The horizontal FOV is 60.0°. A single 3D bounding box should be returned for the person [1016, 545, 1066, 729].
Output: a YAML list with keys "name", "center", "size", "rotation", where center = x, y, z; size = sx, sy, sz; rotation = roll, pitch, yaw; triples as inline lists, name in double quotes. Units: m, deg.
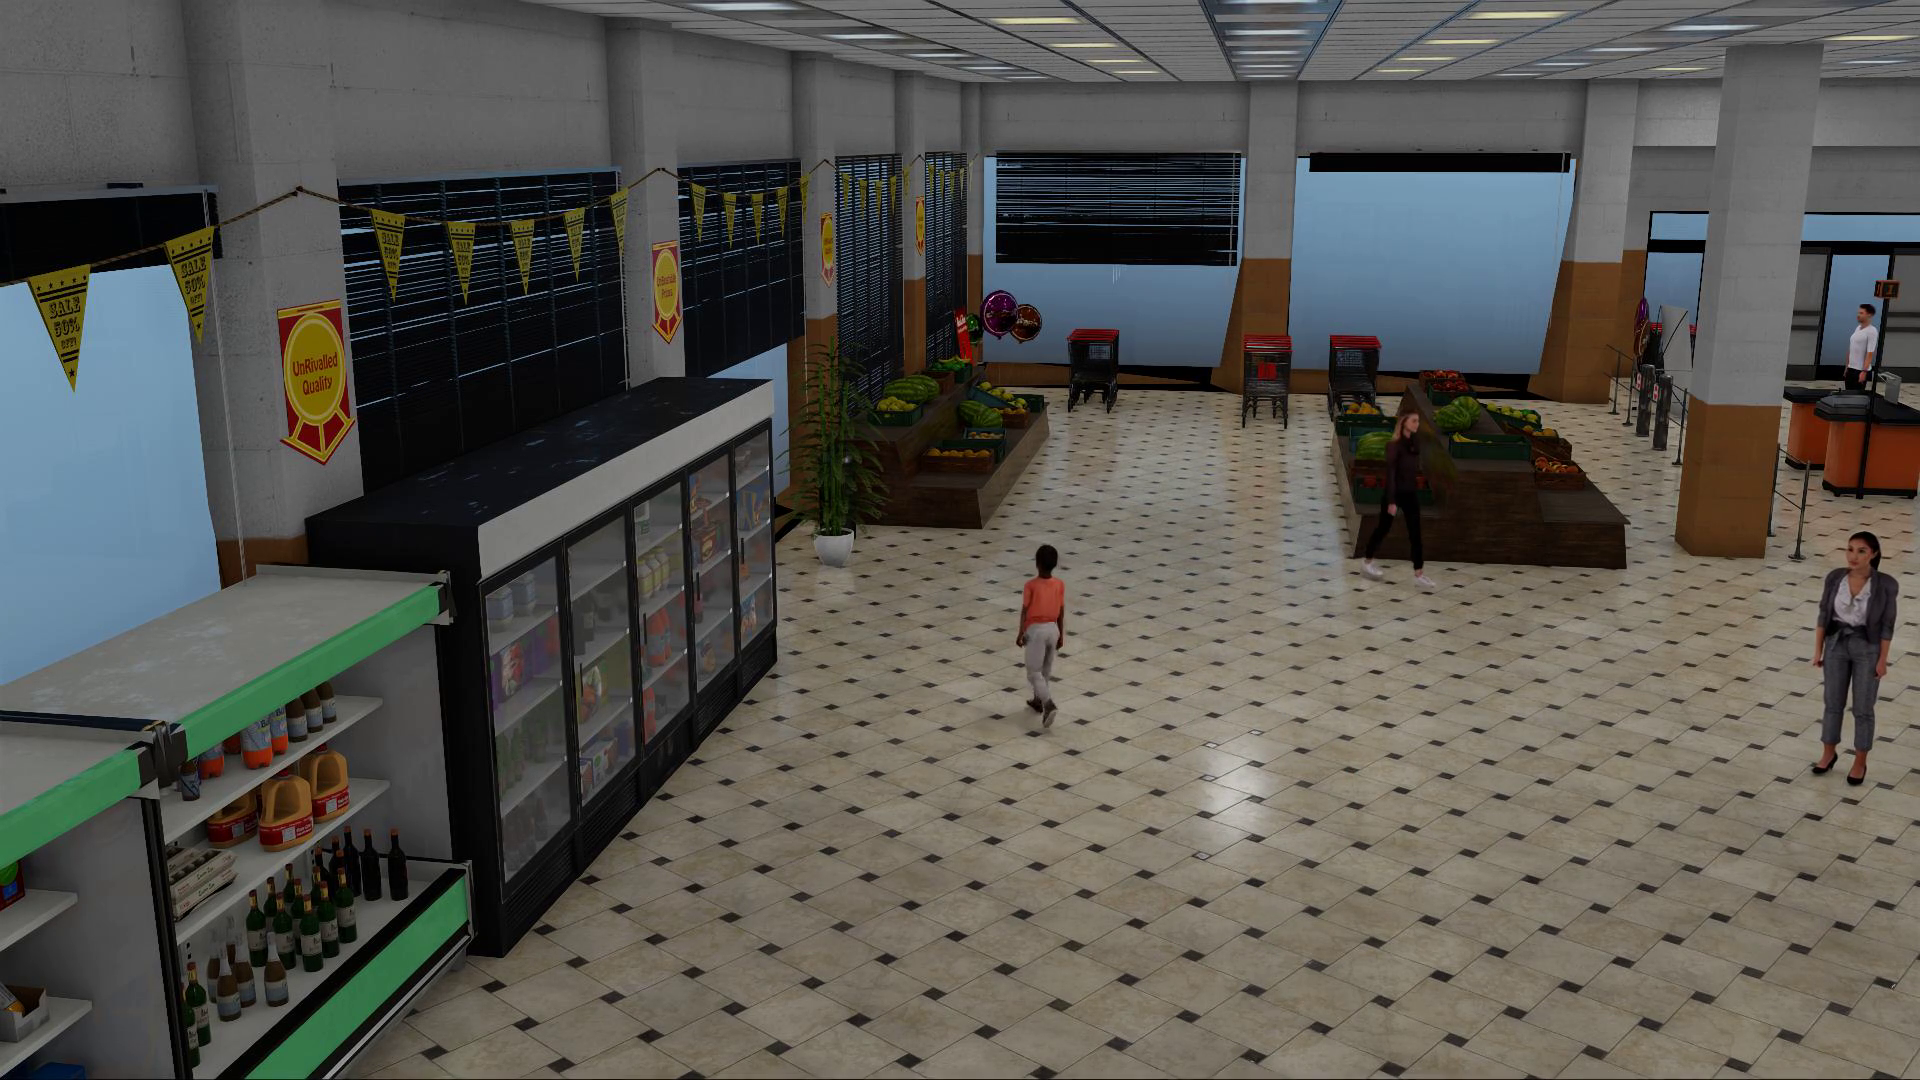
- name: "person"
  center: [0.601, 0.689, 11.951]
  size: [0.766, 1.300, 0.914]
  rotation: [-6, 15, -22]

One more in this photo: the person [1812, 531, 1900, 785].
- name: "person"
  center: [5.853, 0.754, 10.888]
  size: [0.758, 1.675, 0.720]
  rotation: [-12, 18, -42]

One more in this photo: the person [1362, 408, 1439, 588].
- name: "person"
  center: [4.070, -0.395, 15.658]
  size: [1.072, 1.660, 1.147]
  rotation: [-9, 16, -33]

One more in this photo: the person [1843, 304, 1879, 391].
- name: "person"
  center: [12.811, -2.444, 23.696]
  size: [0.766, 1.852, 0.570]
  rotation: [0, 14, -1]
